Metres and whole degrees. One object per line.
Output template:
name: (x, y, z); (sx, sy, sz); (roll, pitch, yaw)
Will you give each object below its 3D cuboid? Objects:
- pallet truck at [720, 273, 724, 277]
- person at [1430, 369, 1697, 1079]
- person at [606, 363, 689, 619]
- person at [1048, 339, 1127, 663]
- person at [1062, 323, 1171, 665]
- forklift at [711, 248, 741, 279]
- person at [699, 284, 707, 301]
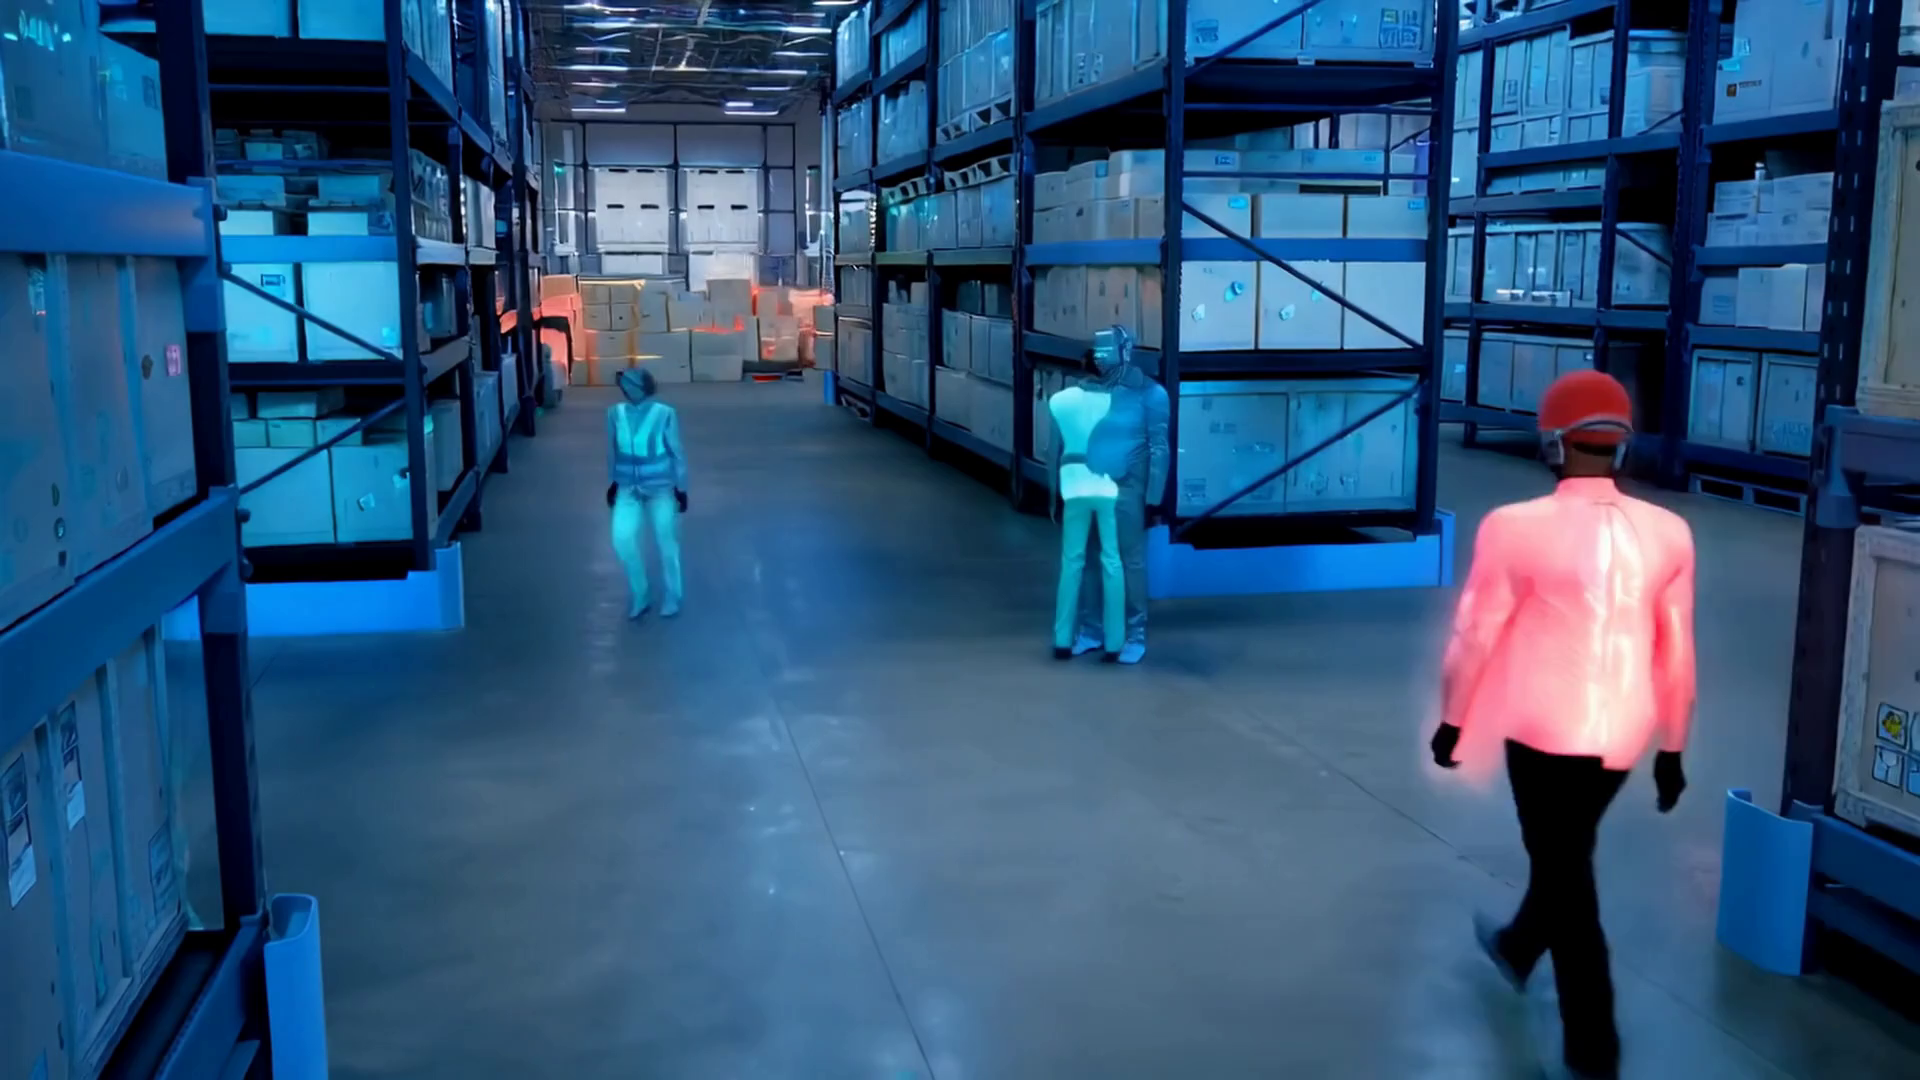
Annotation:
pallet truck: (-8.580, -8.986, 62.280); (1.885, 1.965, 0.823); (1, 9, 5)
person: (1.644, 0.502, 4.639); (0.615, 1.931, 1.029); (-2, 10, -13)
person: (-1.969, -0.297, 10.454); (0.622, 1.615, 0.509); (3, 10, 18)
person: (0.767, -0.220, 9.375); (0.569, 1.833, 0.401); (2, 10, 13)
person: (0.843, -0.259, 9.362); (0.655, 1.906, 0.407); (7, 11, 35)
forklift: (-7.372, -7.854, 52.695); (1.129, 2.768, 1.873); (-8, 12, -40)
person: (-9.256, -8.448, 60.117); (0.363, 1.631, 0.532); (1, 9, 7)
